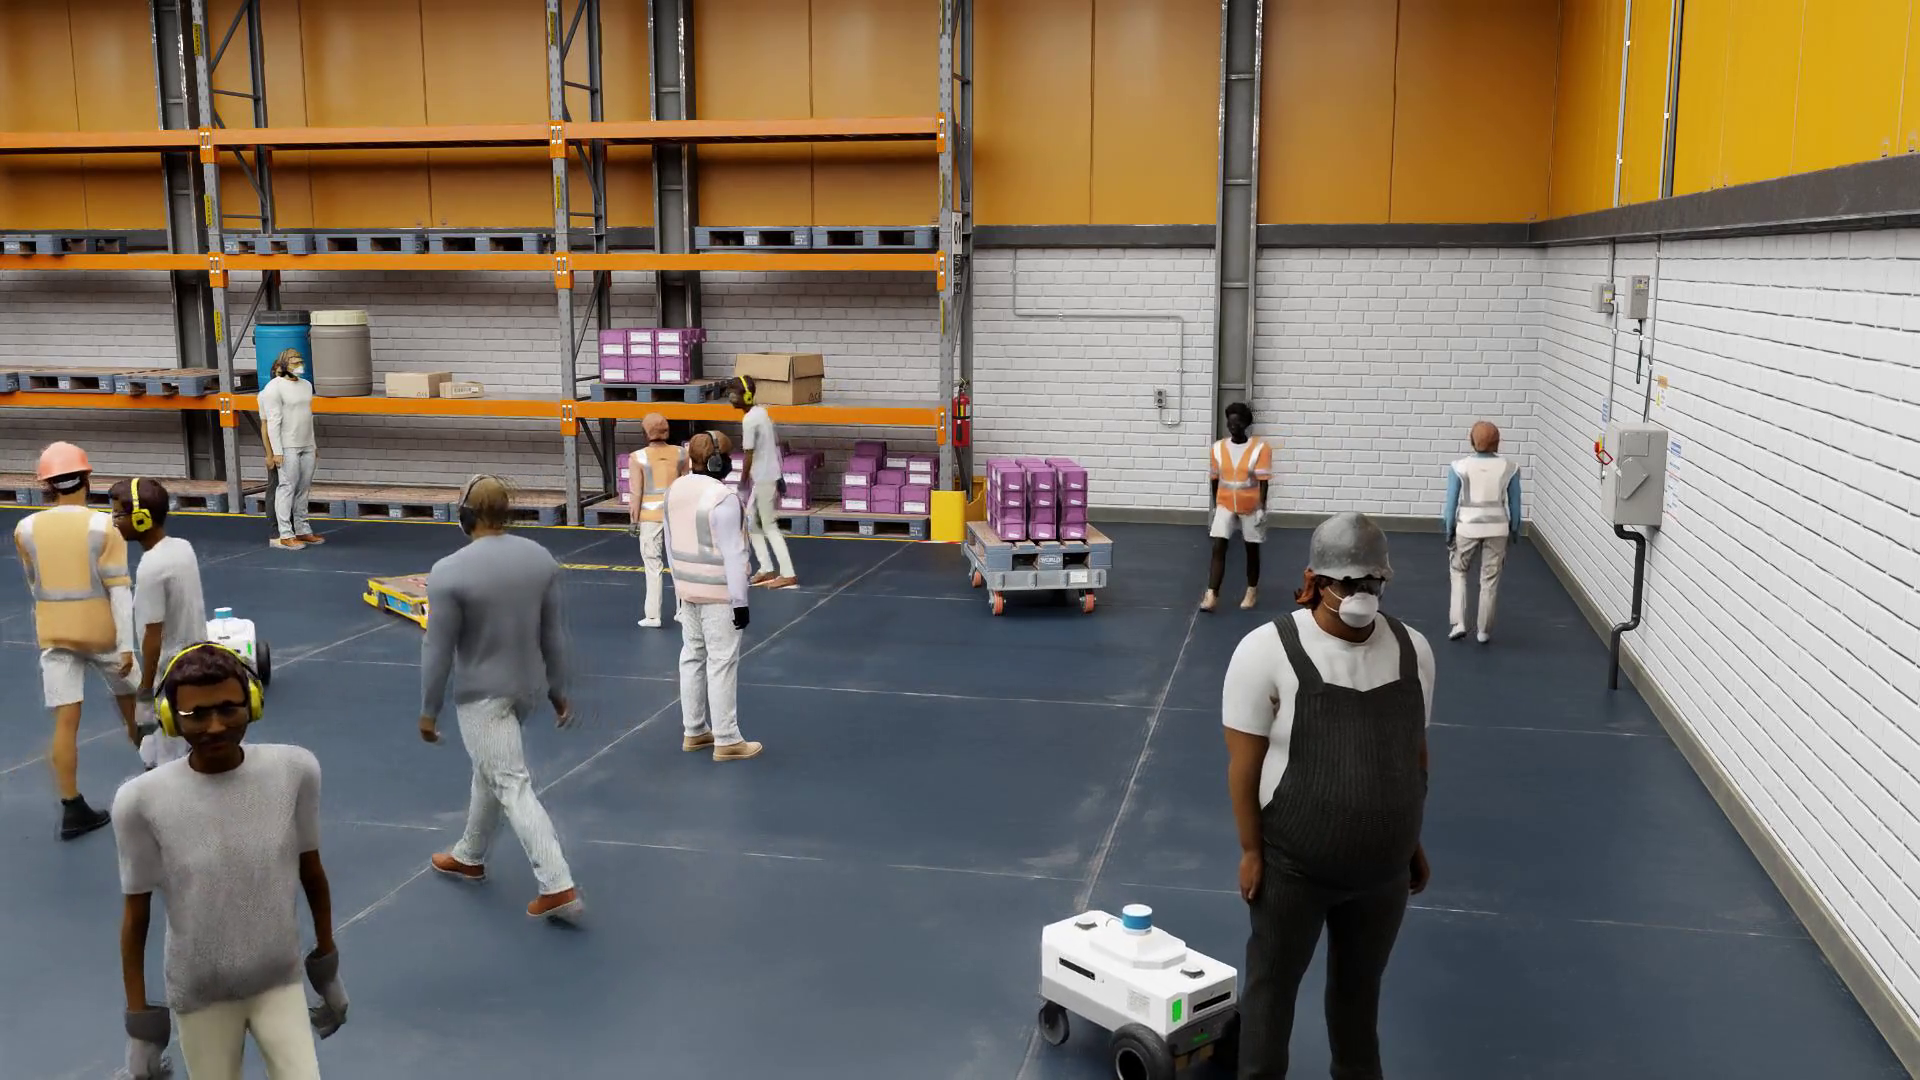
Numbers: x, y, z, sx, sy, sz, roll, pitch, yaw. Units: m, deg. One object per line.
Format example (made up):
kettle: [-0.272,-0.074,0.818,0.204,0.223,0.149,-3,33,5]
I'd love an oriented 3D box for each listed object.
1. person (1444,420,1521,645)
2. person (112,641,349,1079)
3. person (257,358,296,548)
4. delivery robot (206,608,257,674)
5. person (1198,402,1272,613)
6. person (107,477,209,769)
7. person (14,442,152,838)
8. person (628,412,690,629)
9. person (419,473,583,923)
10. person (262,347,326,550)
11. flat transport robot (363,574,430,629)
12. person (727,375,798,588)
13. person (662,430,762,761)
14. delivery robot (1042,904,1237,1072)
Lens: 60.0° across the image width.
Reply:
person: [3.759,-0.044,11.978,0.537,1.632,0.374,2,10,14]
person: [-1.816,1.159,4.199,0.549,1.851,0.404,-6,12,-33]
person: [-6.557,-0.851,16.135,0.349,1.842,0.505,3,10,18]
delivery robot: [-4.678,0.676,10.598,0.477,0.478,0.707,-5,10,-22]
person: [2.148,-0.230,12.982,0.546,1.660,0.836,5,11,27]
person: [-3.497,0.633,7.333,0.395,1.842,0.545,-2,10,-9]
person: [-4.326,0.456,8.260,0.544,1.882,0.952,-1,10,-7]
person: [-2.260,-0.146,12.560,0.514,1.639,0.311,-7,12,-35]
person: [-1.961,0.655,7.107,1.054,1.889,0.644,6,11,33]
person: [-6.420,-0.885,16.050,0.357,1.937,0.638,2,10,14]
flat transport robot: [-4.111,0.453,13.053,0.652,0.197,1.431,-8,12,-38]
person: [-1.647,-0.469,13.942,0.582,1.811,0.544,0,10,0]
person: [-1.373,0.305,9.285,0.429,1.842,0.633,-9,13,-43]
delivery robot: [0.607,1.501,5.732,0.477,0.478,0.707,-8,12,-38]
